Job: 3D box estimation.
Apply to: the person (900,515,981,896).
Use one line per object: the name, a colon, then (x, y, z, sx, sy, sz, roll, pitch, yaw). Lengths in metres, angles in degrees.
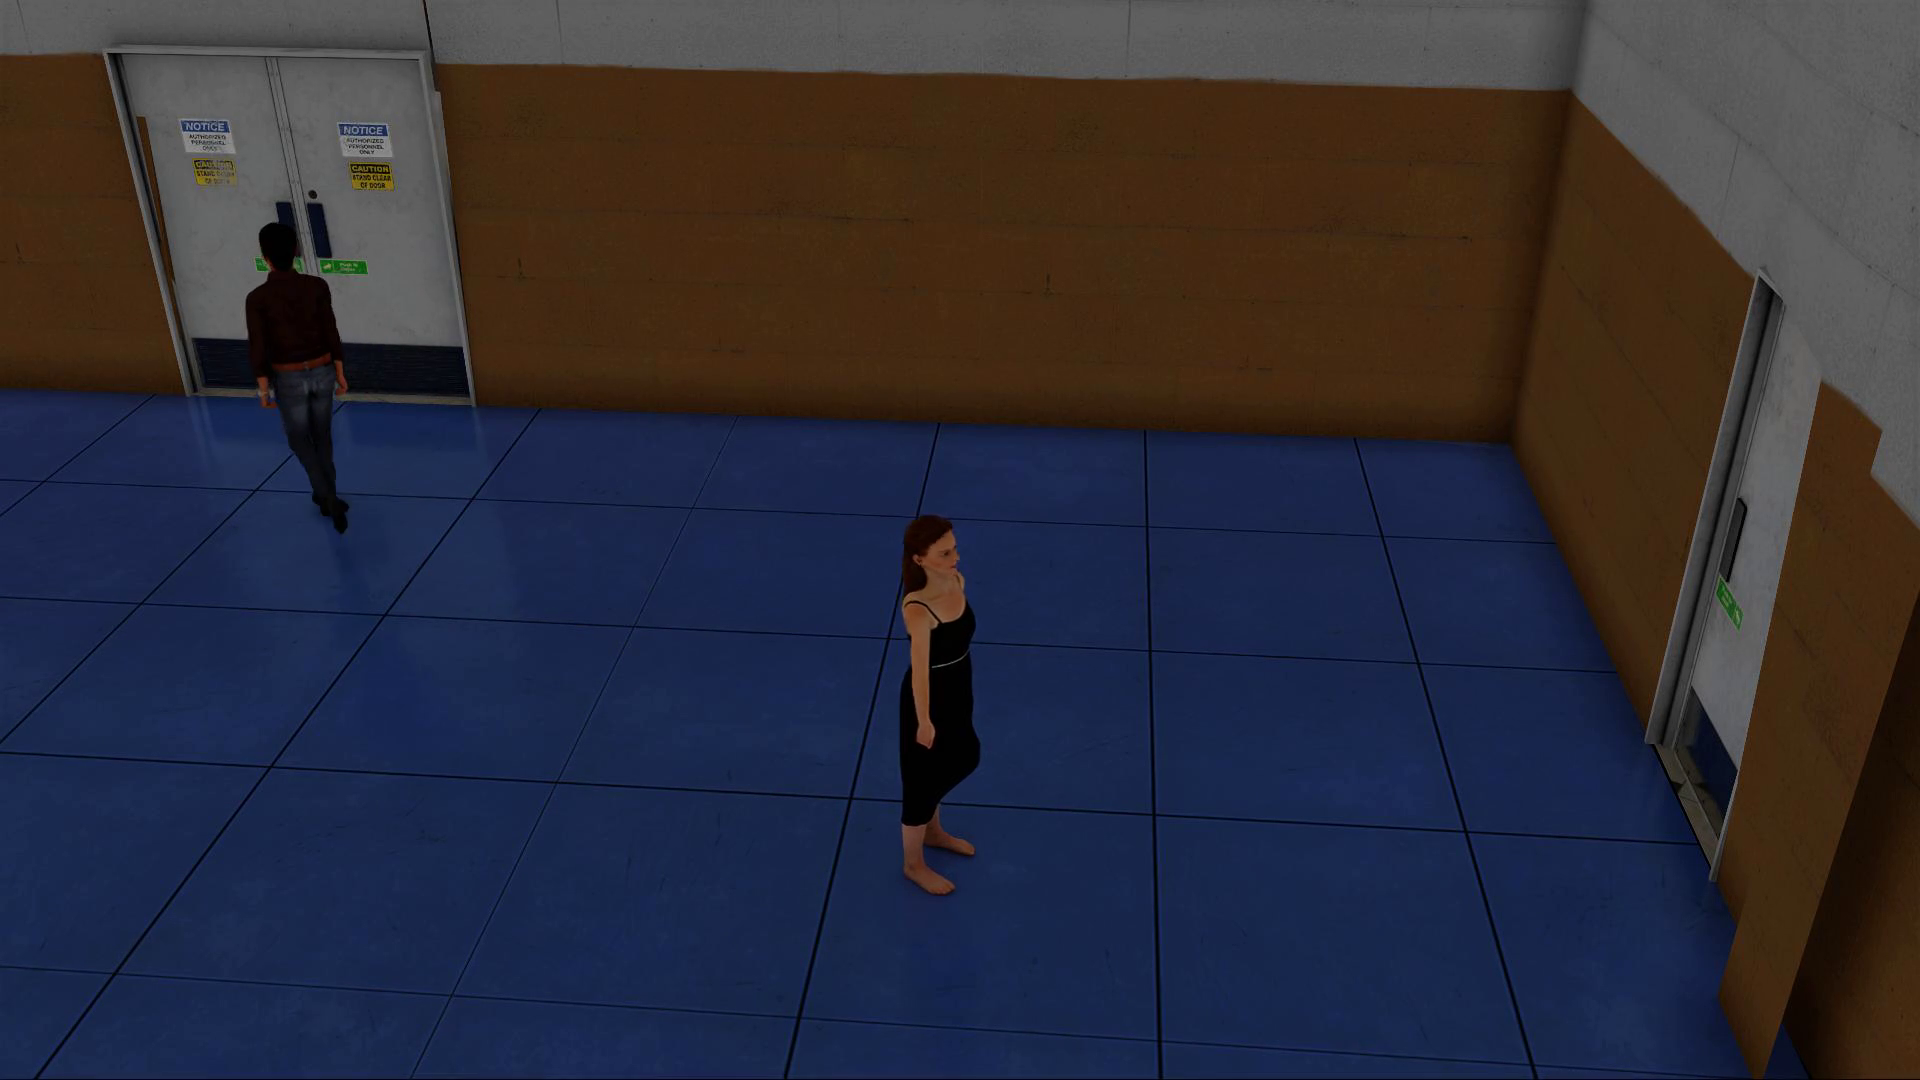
person: (-0.105, 0.627, 6.588, 0.703, 1.625, 0.603, 13, 31, 22)

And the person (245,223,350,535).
person: (-3.585, -0.852, 9.153, 1.018, 1.763, 1.095, -20, 34, -32)
